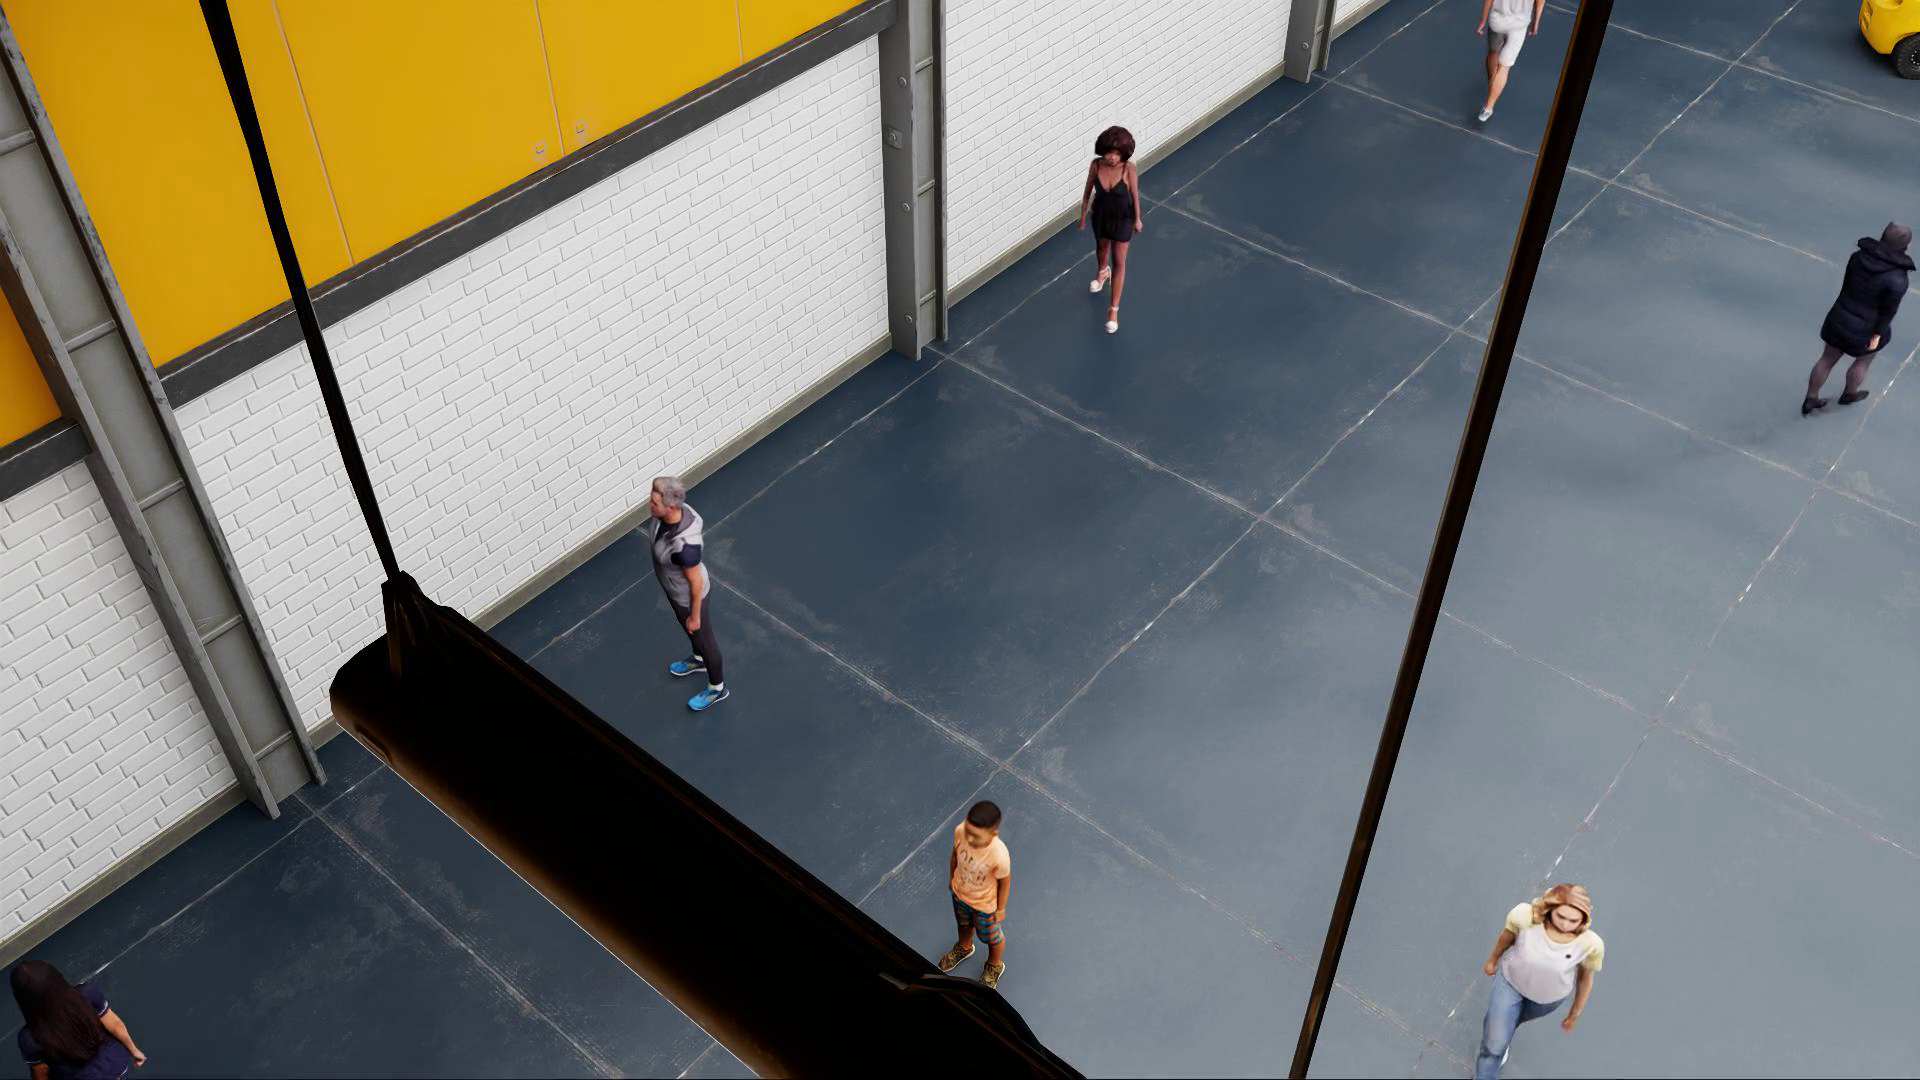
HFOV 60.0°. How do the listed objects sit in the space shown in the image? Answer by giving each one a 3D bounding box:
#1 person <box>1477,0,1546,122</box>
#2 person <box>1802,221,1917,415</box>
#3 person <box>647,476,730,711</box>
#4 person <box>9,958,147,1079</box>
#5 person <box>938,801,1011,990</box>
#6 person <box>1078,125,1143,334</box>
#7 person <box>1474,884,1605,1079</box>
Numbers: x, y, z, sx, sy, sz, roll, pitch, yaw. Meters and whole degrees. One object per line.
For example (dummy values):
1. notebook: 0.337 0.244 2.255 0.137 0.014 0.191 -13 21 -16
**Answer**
1. person: 5.187 -4.853 15.760 0.950 1.806 1.327 16 46 16
2. person: 6.682 -1.621 12.476 0.944 1.655 0.851 -19 47 -19
3. person: -1.693 0.302 10.334 0.723 1.827 0.766 -19 47 -19
4. person: -4.097 2.618 7.978 0.744 1.724 1.071 24 49 23
5. person: 0.102 1.888 8.934 0.520 1.461 0.492 28 50 26
6. person: 1.235 -2.613 13.453 0.913 1.745 1.151 18 46 18
7. person: 2.918 2.190 8.450 0.825 1.692 1.071 16 46 17
